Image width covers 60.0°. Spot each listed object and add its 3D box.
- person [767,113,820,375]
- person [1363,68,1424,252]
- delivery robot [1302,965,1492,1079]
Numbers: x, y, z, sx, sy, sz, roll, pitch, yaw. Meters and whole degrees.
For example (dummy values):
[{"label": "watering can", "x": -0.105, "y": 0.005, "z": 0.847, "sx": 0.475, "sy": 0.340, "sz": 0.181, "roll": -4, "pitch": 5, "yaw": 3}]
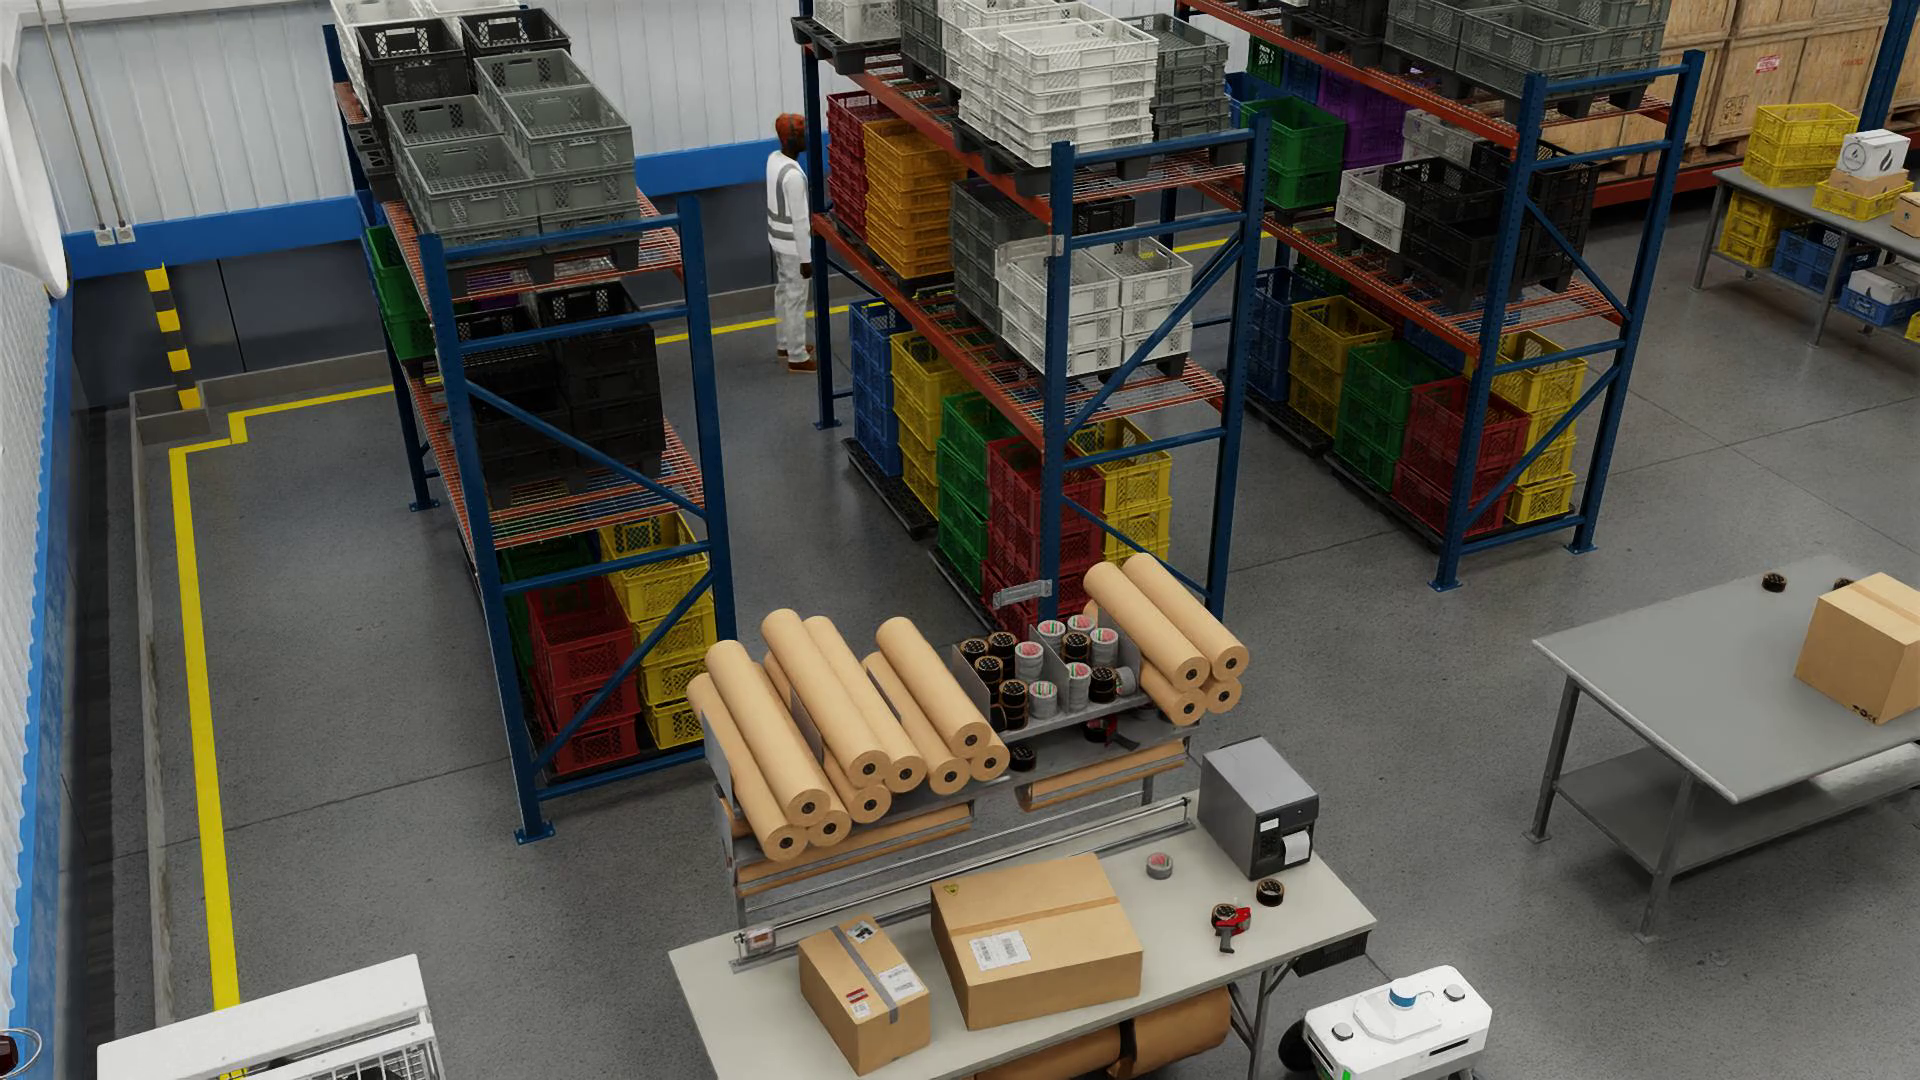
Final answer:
[{"label": "person", "x": -1.185, "y": -2.103, "z": 11.833, "sx": 0.337, "sy": 1.882, "sz": 0.583, "roll": -12, "pitch": 34, "yaw": -19}, {"label": "person", "x": 3.532, "y": -3.331, "z": 13.786, "sx": 0.625, "sy": 1.933, "sz": 0.374, "roll": 22, "pitch": 38, "yaw": 31}, {"label": "delivery robot", "x": 1.700, "y": 1.914, "z": 6.481, "sx": 0.707, "sy": 0.478, "sz": 0.477, "roll": -12, "pitch": 34, "yaw": -19}]
